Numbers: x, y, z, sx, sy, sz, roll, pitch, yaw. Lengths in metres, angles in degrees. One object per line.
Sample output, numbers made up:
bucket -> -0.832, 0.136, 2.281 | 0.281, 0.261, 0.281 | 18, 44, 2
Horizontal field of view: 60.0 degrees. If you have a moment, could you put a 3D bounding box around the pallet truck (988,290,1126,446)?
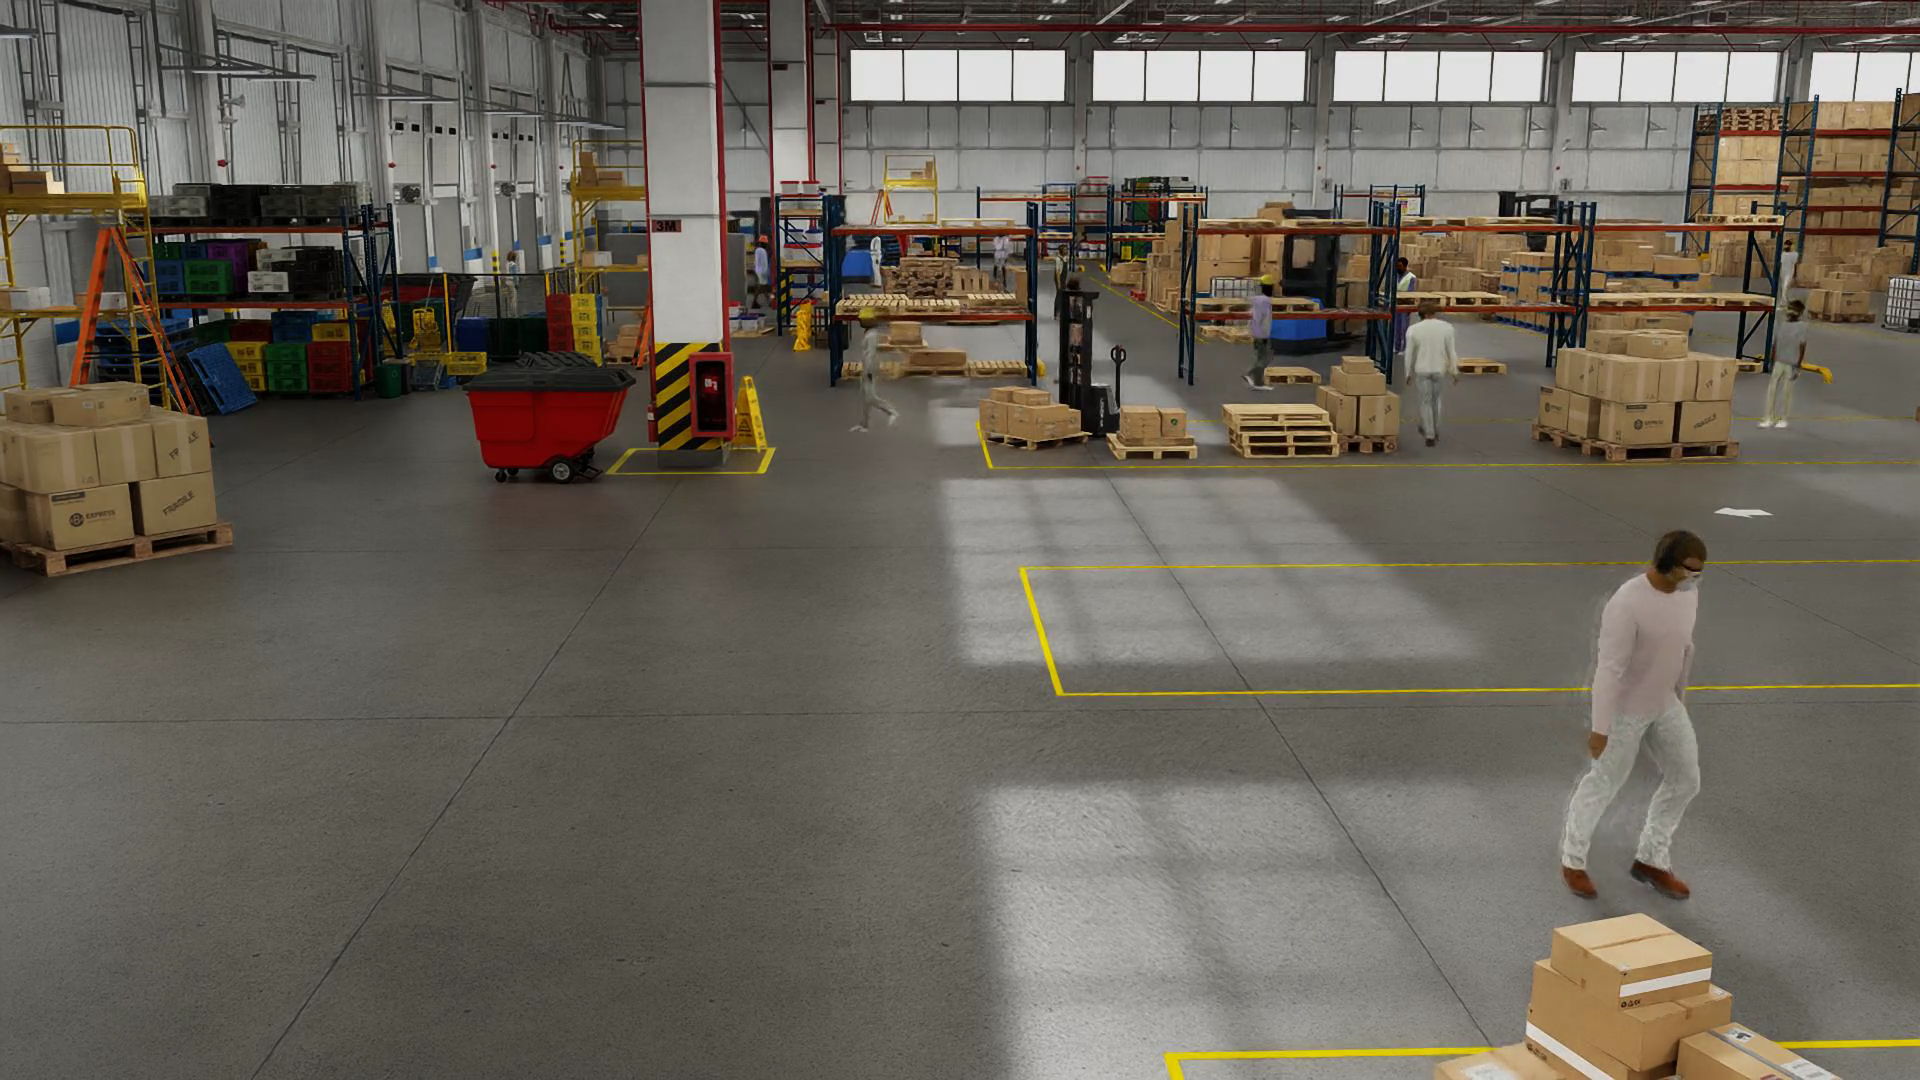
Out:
pallet truck -> 1.257, -2.299, 22.111 | 1.885, 1.965, 0.823 | -9, 15, -35

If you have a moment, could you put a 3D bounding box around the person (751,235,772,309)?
person -> -5.102, -7.032, 43.694 | 0.963, 1.894, 0.564 | -7, 14, -28

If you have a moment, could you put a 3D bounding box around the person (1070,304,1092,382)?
person -> 1.750, -2.574, 24.058 | 0.324, 1.688, 0.530 | -2, 13, -7

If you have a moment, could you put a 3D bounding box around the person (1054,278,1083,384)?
person -> 1.861, -3.526, 28.124 | 0.653, 1.791, 0.897 | 8, 15, 32

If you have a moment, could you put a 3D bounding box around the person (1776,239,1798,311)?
person -> 21.490, -6.885, 43.205 | 0.891, 1.842, 0.537 | -9, 15, -35

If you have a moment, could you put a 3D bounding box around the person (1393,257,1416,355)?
person -> 8.688, -4.588, 32.656 | 0.394, 1.911, 0.582 | -6, 14, -26

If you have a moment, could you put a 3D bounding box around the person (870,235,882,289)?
person -> -2.591, -8.675, 51.165 | 0.338, 1.879, 0.578 | -4, 13, -19

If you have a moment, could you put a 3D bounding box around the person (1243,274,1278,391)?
person -> 4.936, -3.380, 27.164 | 0.455, 1.913, 0.598 | -1, 12, -2

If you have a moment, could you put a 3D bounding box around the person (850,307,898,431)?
person -> -1.212, -2.347, 22.923 | 0.574, 1.727, 0.499 | -3, 13, -15

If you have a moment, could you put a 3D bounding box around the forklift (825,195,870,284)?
forklift -> -3.906, -9.480, 52.524 | 1.873, 2.768, 1.129 | -7, 14, -28

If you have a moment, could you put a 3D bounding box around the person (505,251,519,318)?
person -> -10.974, -6.247, 40.774 | 0.316, 1.631, 0.526 | -8, 15, -32

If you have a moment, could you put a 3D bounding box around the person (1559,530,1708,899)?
person -> 3.333, 0.857, 8.115 | 0.717, 1.884, 0.698 | -8, 15, -32

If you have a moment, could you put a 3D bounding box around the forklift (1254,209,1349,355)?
forklift -> 6.817, -5.166, 33.043 | 1.129, 2.768, 1.873 | 12, 17, 43

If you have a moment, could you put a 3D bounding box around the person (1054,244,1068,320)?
person -> 2.458, -6.255, 40.354 | 0.341, 1.839, 0.501 | 4, 13, 19

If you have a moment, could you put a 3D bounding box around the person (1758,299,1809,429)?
person -> 11.436, -2.424, 23.073 | 0.788, 1.820, 0.547 | -10, 16, -38

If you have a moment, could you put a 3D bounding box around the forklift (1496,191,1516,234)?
forklift -> 20.594, -11.778, 62.900 | 1.873, 2.768, 1.129 | 0, 12, -2

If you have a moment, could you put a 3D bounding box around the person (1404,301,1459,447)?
person -> 6.184, -2.208, 21.972 | 0.706, 1.878, 0.921 | 0, 12, 0

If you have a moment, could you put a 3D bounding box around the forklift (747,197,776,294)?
forklift -> -5.580, -8.610, 48.596 | 1.873, 2.768, 1.129 | 0, 12, -2

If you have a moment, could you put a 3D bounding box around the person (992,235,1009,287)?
person -> 1.214, -8.765, 51.508 | 0.570, 1.897, 0.885 | 7, 14, 28

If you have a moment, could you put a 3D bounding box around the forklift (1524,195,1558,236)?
forklift -> 18.548, -9.663, 53.347 | 1.129, 2.768, 1.873 | -1, 13, -3
